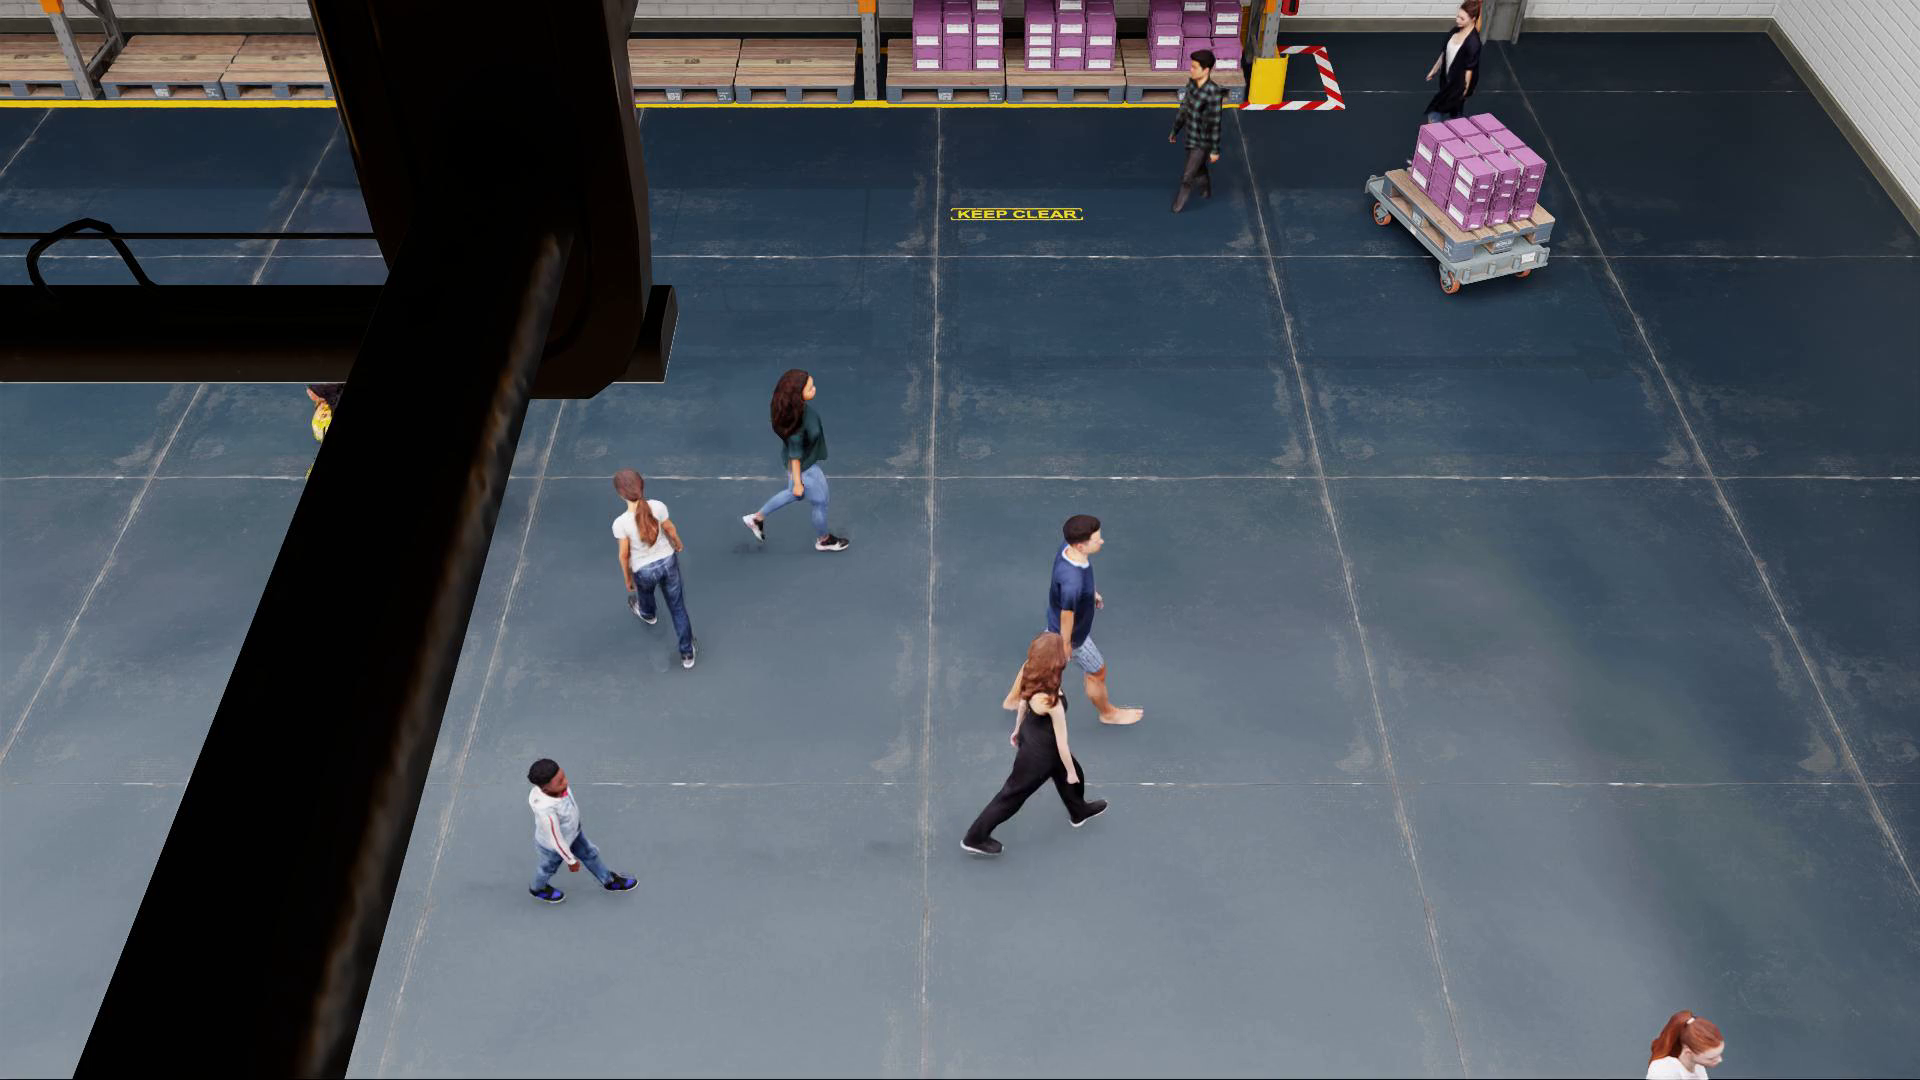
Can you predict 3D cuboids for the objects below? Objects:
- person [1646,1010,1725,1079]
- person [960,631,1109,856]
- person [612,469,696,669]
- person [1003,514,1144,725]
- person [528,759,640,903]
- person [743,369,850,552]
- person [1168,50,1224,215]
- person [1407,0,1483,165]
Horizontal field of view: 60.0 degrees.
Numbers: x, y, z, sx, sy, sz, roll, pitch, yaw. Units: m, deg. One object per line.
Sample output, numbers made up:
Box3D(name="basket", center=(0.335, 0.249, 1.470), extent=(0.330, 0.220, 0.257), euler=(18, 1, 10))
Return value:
Box3D(name="person", center=(3.327, 2.806, 8.060), extent=(0.689, 1.739, 0.650), euler=(26, 50, 25))
Box3D(name="person", center=(0.362, 1.256, 9.724), extent=(1.253, 1.687, 0.815), euler=(-10, 45, -10))
Box3D(name="person", center=(-1.986, 0.221, 10.931), extent=(1.028, 1.521, 0.955), euler=(-15, 46, -15))
Box3D(name="person", center=(0.606, 0.522, 10.411), extent=(1.127, 1.803, 0.632), euler=(0, 44, 0))
Box3D(name="person", center=(-2.372, 1.696, 9.596), extent=(0.878, 1.226, 0.522), euler=(3, 44, 3))
Box3D(name="person", center=(-1.190, -0.523, 11.658), extent=(0.993, 1.595, 0.633), euler=(-3, 44, -3))
Box3D(name="person", center=(2.248, -3.674, 15.167), extent=(1.036, 1.694, 0.899), euler=(-14, 45, -14))
Box3D(name="person", center=(4.731, -4.263, 15.531), extent=(0.770, 1.668, 0.617), euler=(1, 44, 1))
